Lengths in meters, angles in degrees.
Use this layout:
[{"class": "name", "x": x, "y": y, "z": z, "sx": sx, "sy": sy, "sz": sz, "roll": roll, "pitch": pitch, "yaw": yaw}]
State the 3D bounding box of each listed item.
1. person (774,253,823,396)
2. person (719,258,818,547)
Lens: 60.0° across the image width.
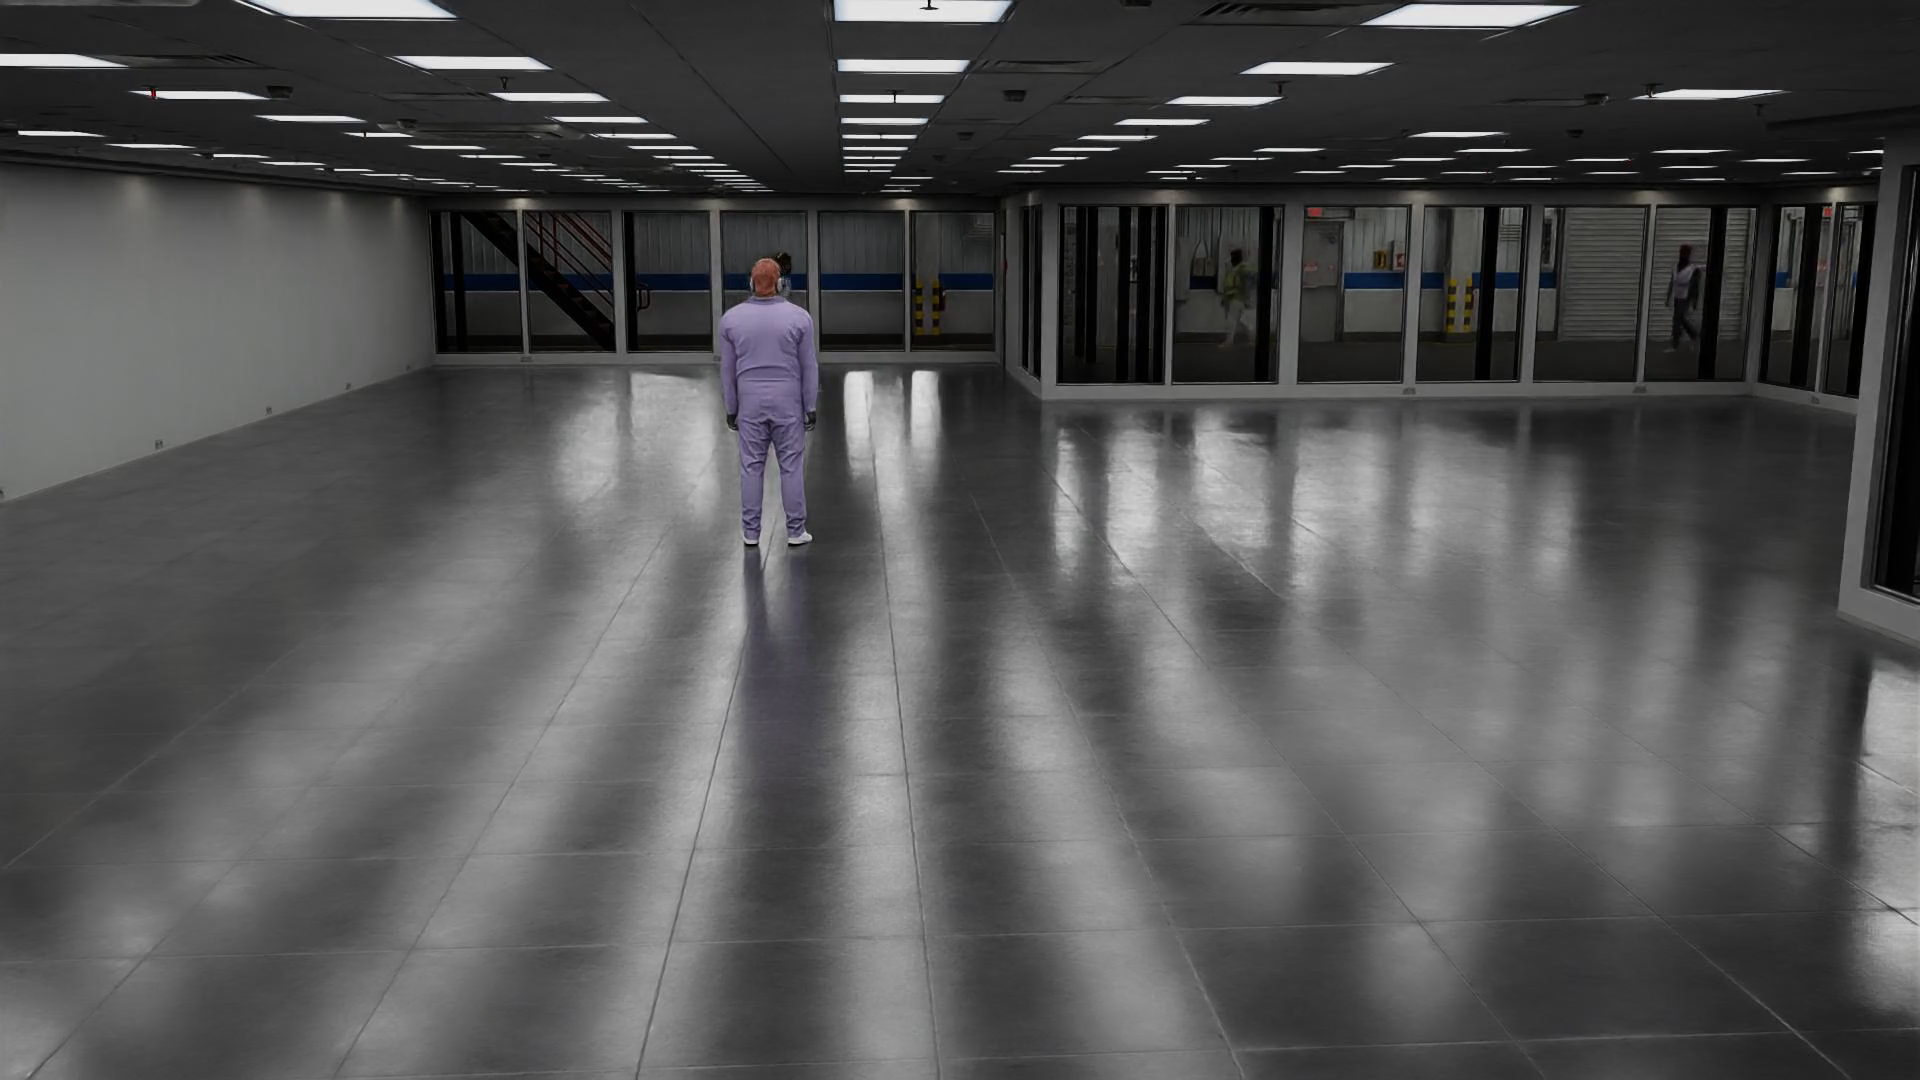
[{"class": "person", "x": -2.144, "y": -2.631, "z": 20.615, "sx": 0.961, "sy": 1.817, "sz": 0.551, "roll": 4, "pitch": 11, "yaw": 19}, {"class": "person", "x": -1.254, "y": -0.900, "z": 11.031, "sx": 0.641, "sy": 1.913, "sz": 0.408, "roll": 0, "pitch": 11, "yaw": 1}]
